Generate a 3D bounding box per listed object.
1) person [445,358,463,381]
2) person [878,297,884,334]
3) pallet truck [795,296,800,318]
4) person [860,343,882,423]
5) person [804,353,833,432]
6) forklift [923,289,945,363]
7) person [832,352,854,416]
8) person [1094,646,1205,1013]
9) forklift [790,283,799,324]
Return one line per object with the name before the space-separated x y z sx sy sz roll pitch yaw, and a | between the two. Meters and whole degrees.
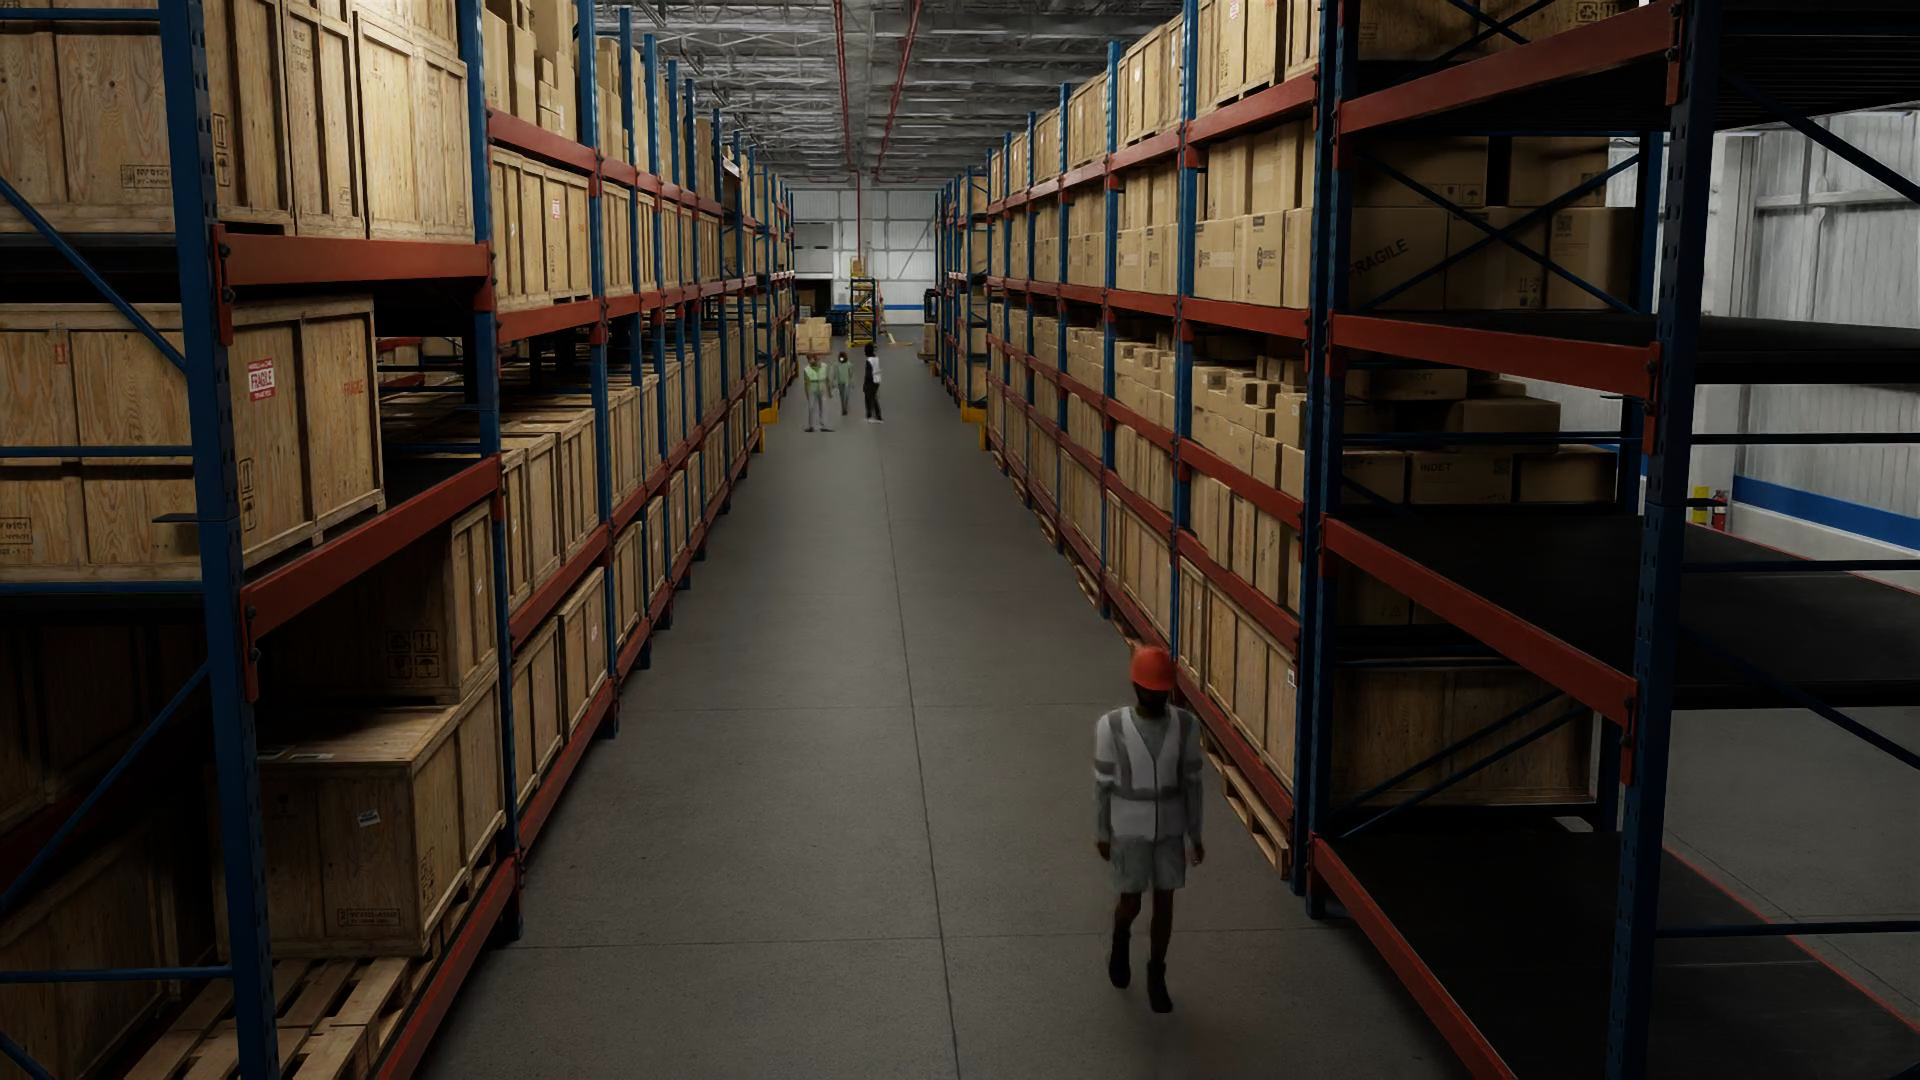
person | -9.566 -2.500 32.000 0.645 1.998 0.979 -2 10 -12
person | -4.235 -12.042 89.209 0.371 1.941 0.627 0 10 -3
pallet truck | -8.622 -12.439 91.403 1.885 1.965 0.823 2 10 13
person | -2.181 -3.744 39.750 0.754 1.892 0.615 3 10 17
person | -3.190 -3.325 37.561 0.683 1.806 0.393 -3 10 -19
forklift | -0.826 -8.166 63.248 1.129 2.768 1.873 -1 10 -3
person | -2.941 -3.887 41.498 0.530 1.588 0.829 2 10 13
person | 0.973 1.473 8.544 0.552 1.924 0.445 -1 10 -7
forklift | -8.550 -11.146 81.049 1.129 2.768 1.873 -6 11 -30
